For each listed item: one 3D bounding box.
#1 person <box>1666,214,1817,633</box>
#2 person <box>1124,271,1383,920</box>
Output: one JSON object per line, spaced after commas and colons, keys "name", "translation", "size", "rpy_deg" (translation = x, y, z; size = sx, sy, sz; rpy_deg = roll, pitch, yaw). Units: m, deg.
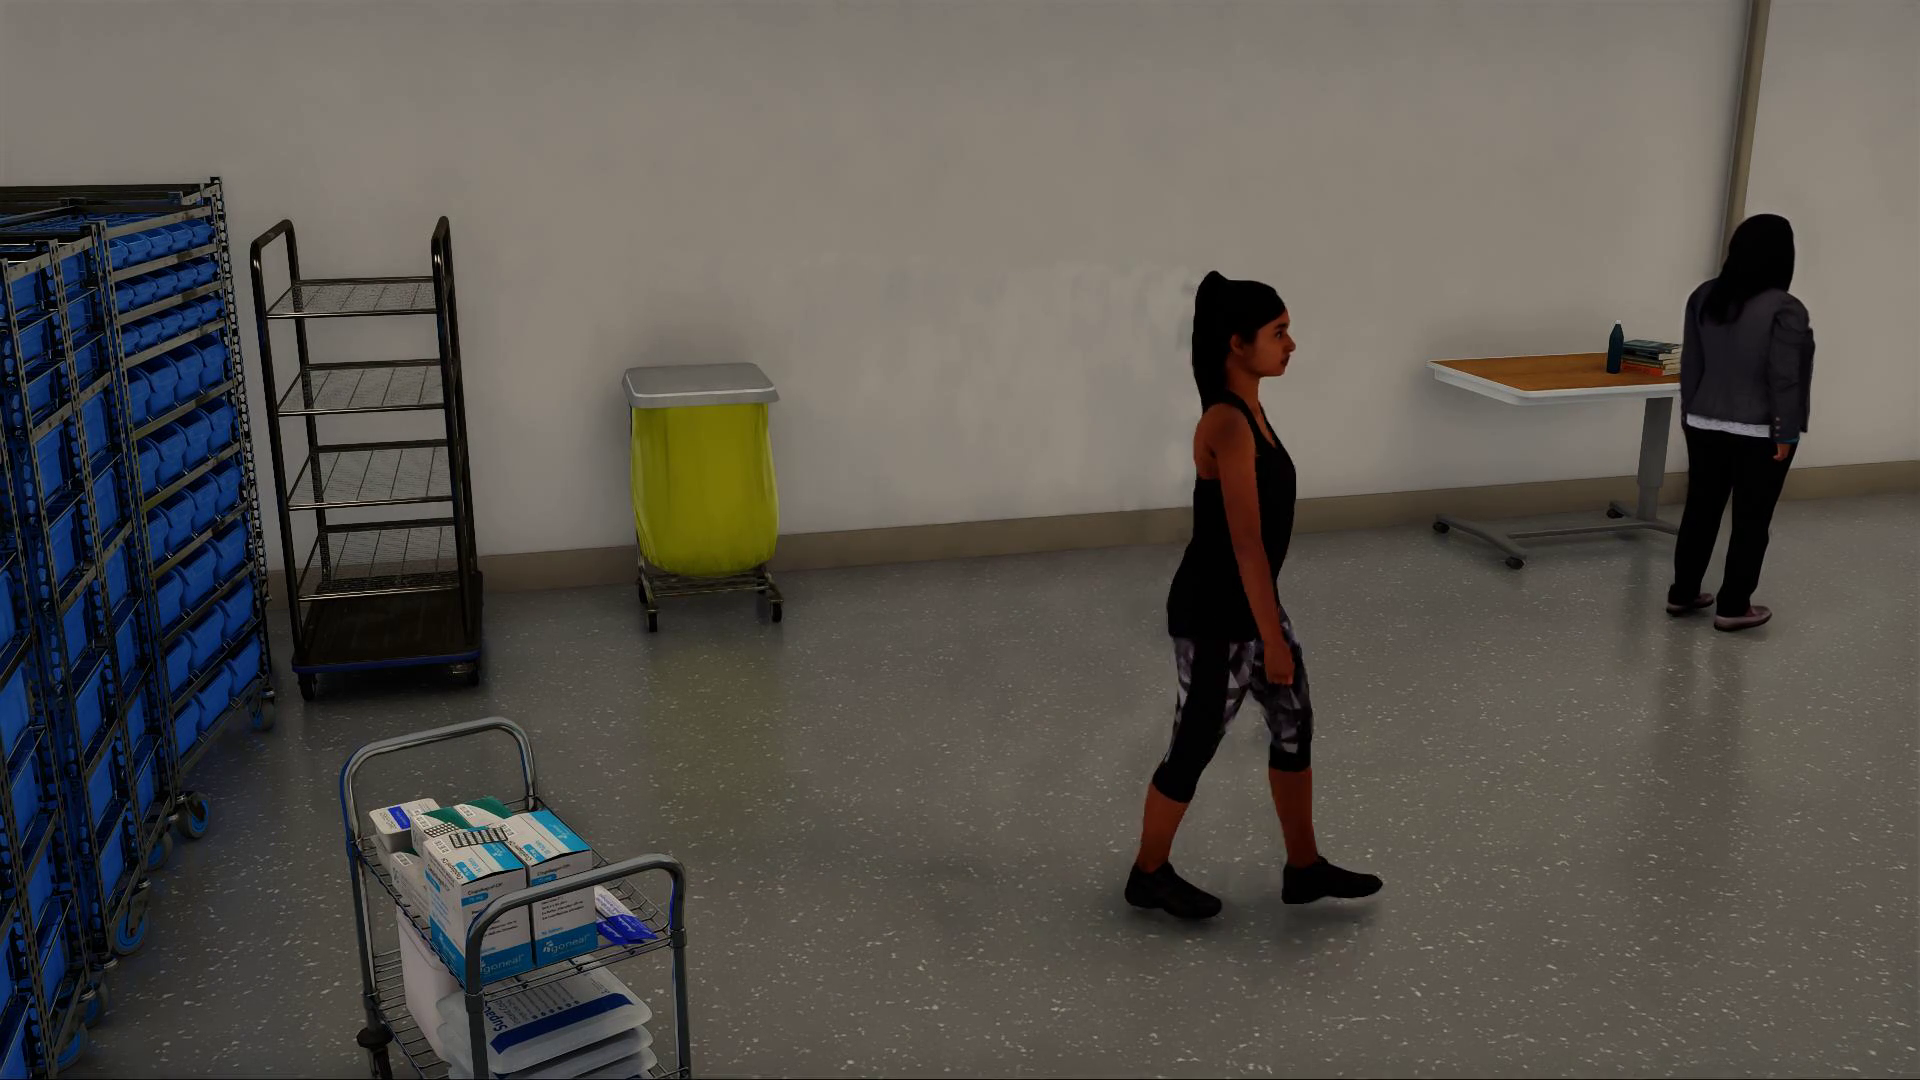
{"name": "person", "translation": [3.001, -0.444, 6.407], "size": [0.724, 1.595, 0.725], "rpy_deg": [-8, 18, -26]}
{"name": "person", "translation": [0.579, 0.176, 4.118], "size": [0.985, 1.644, 0.855], "rpy_deg": [5, 16, 17]}
